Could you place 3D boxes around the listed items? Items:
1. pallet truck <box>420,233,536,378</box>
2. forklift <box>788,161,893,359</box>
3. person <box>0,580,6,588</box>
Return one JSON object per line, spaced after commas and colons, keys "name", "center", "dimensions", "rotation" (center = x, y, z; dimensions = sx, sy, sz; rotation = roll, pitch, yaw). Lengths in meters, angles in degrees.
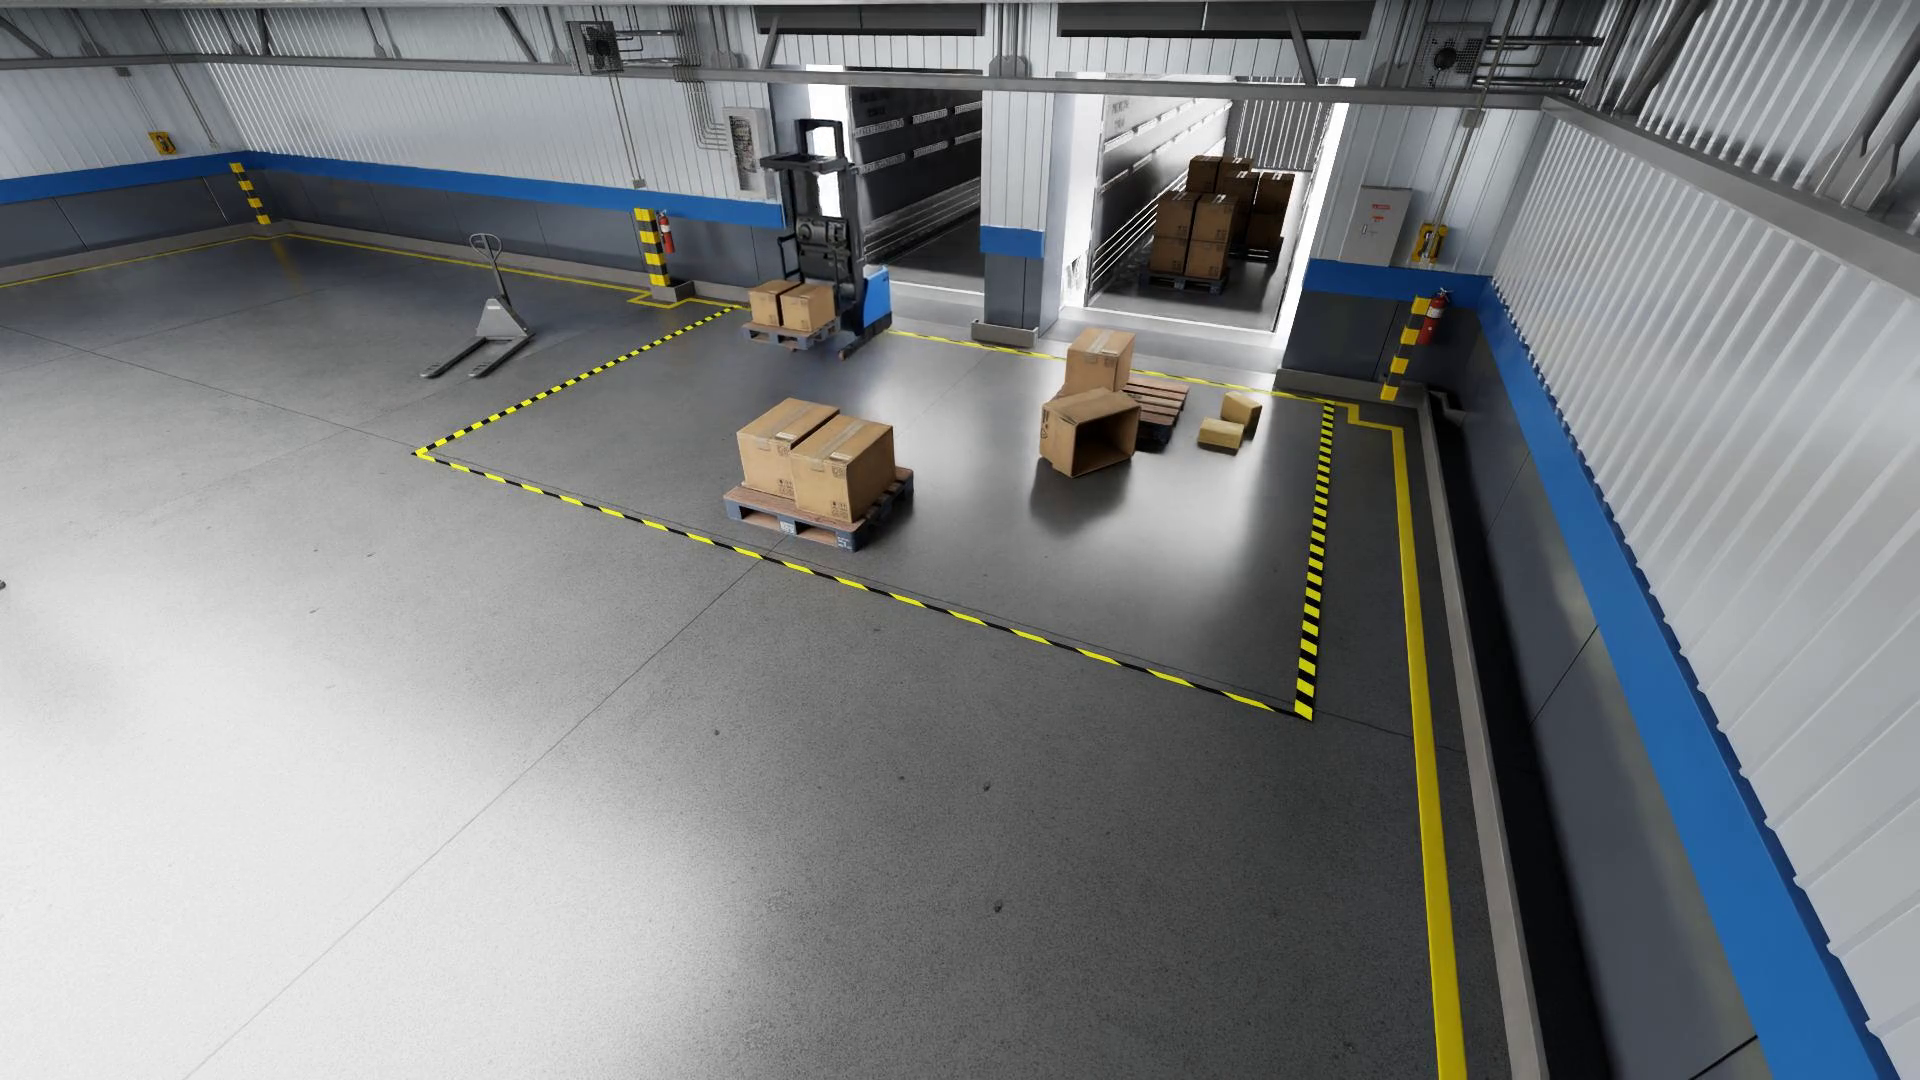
{"name": "pallet truck", "center": [-5.664, -2.712, 8.427], "dimensions": [0.680, 1.201, 1.601], "rotation": [0, 35, -1]}
{"name": "forklift", "center": [-1.368, -3.454, 8.778], "dimensions": [0.716, 2.013, 0.776], "rotation": [14, 38, 19]}
{"name": "person", "center": [-6.949, -0.383, 4.548], "dimensions": [0.402, 1.945, 0.614], "rotation": [14, 38, 19]}
